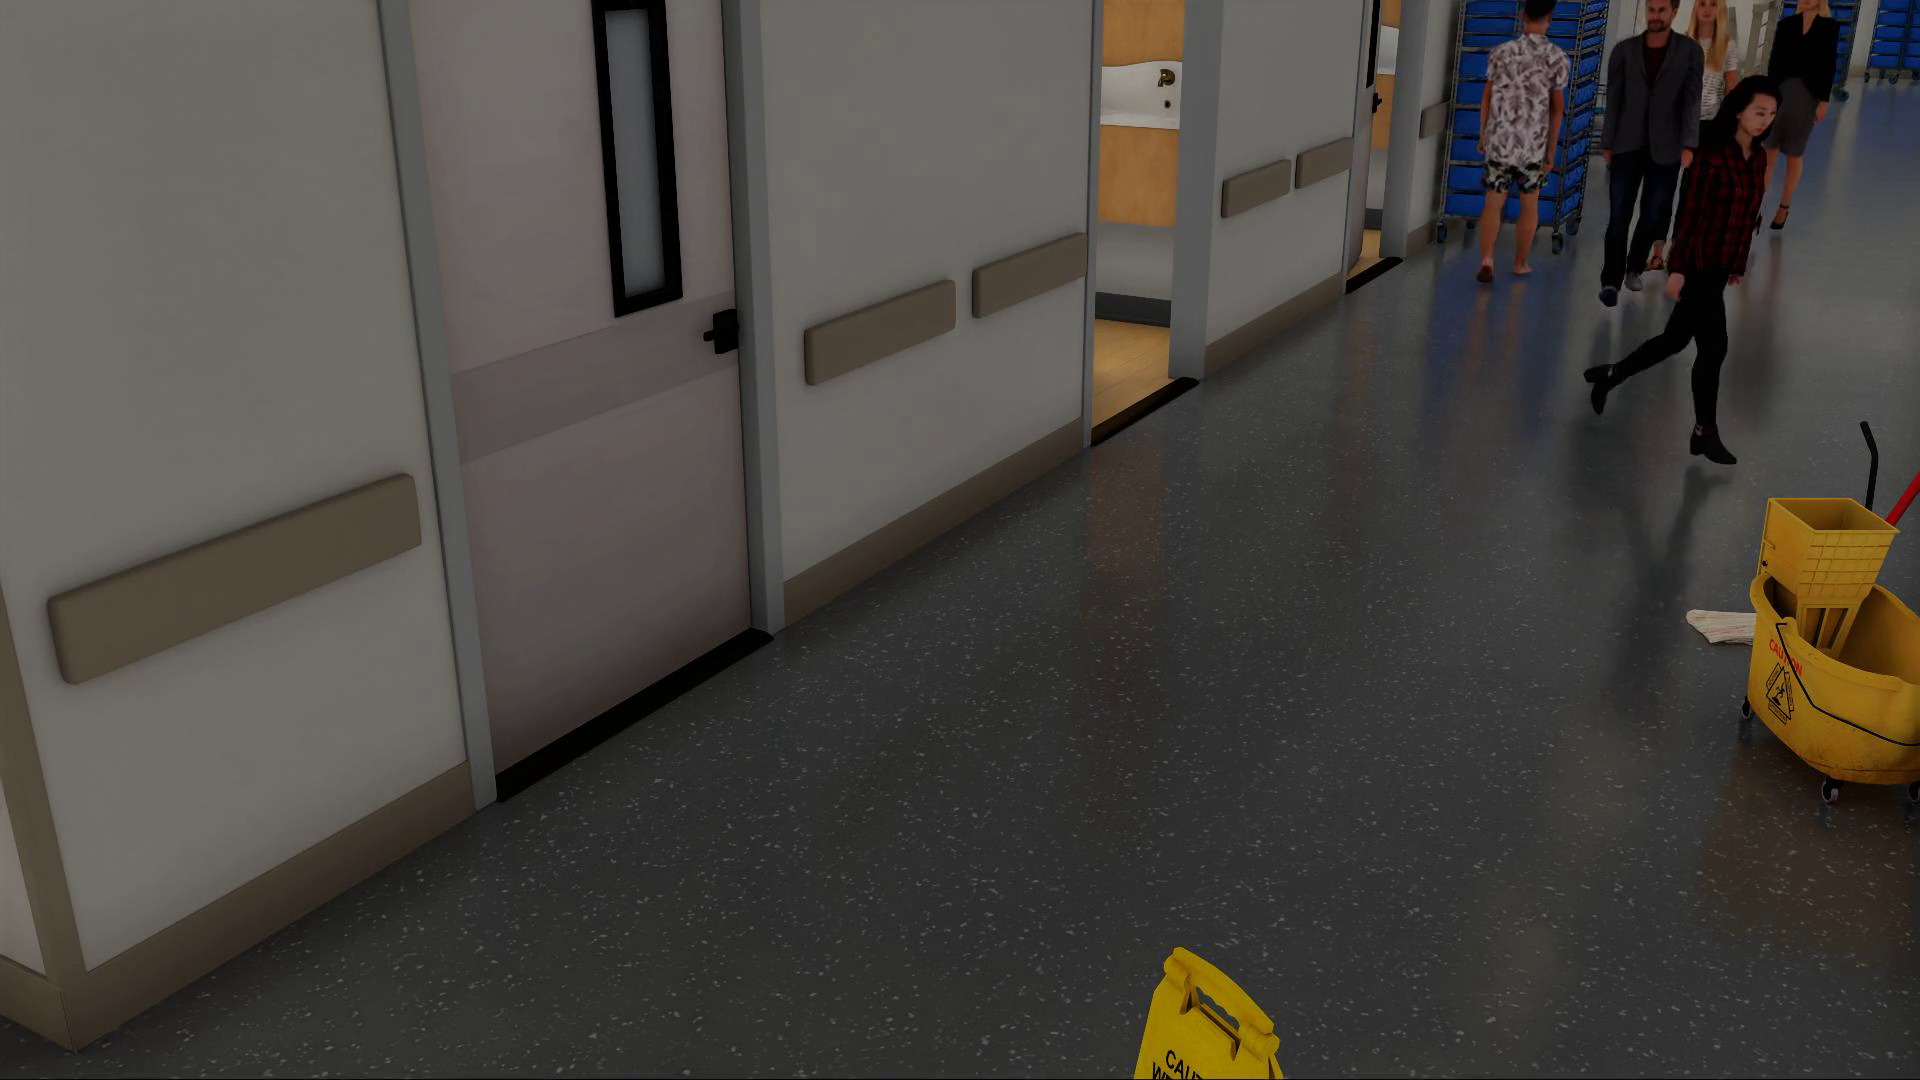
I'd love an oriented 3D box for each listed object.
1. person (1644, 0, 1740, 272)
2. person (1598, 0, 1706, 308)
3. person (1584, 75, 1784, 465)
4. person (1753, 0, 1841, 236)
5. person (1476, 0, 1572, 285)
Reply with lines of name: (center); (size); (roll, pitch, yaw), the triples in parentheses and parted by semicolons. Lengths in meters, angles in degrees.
person: (4.811, -2.684, 10.945); (0.677, 1.806, 0.876); (10, 23, 24)
person: (4.128, -2.331, 10.000); (0.818, 1.816, 1.217); (8, 22, 20)
person: (3.145, -1.173, 7.228); (1.079, 1.612, 0.961); (-14, 25, -33)
person: (6.088, -3.115, 12.087); (0.753, 1.803, 1.117); (16, 26, 37)
person: (3.514, -2.525, 10.520); (0.760, 1.809, 1.012); (8, 22, 21)
